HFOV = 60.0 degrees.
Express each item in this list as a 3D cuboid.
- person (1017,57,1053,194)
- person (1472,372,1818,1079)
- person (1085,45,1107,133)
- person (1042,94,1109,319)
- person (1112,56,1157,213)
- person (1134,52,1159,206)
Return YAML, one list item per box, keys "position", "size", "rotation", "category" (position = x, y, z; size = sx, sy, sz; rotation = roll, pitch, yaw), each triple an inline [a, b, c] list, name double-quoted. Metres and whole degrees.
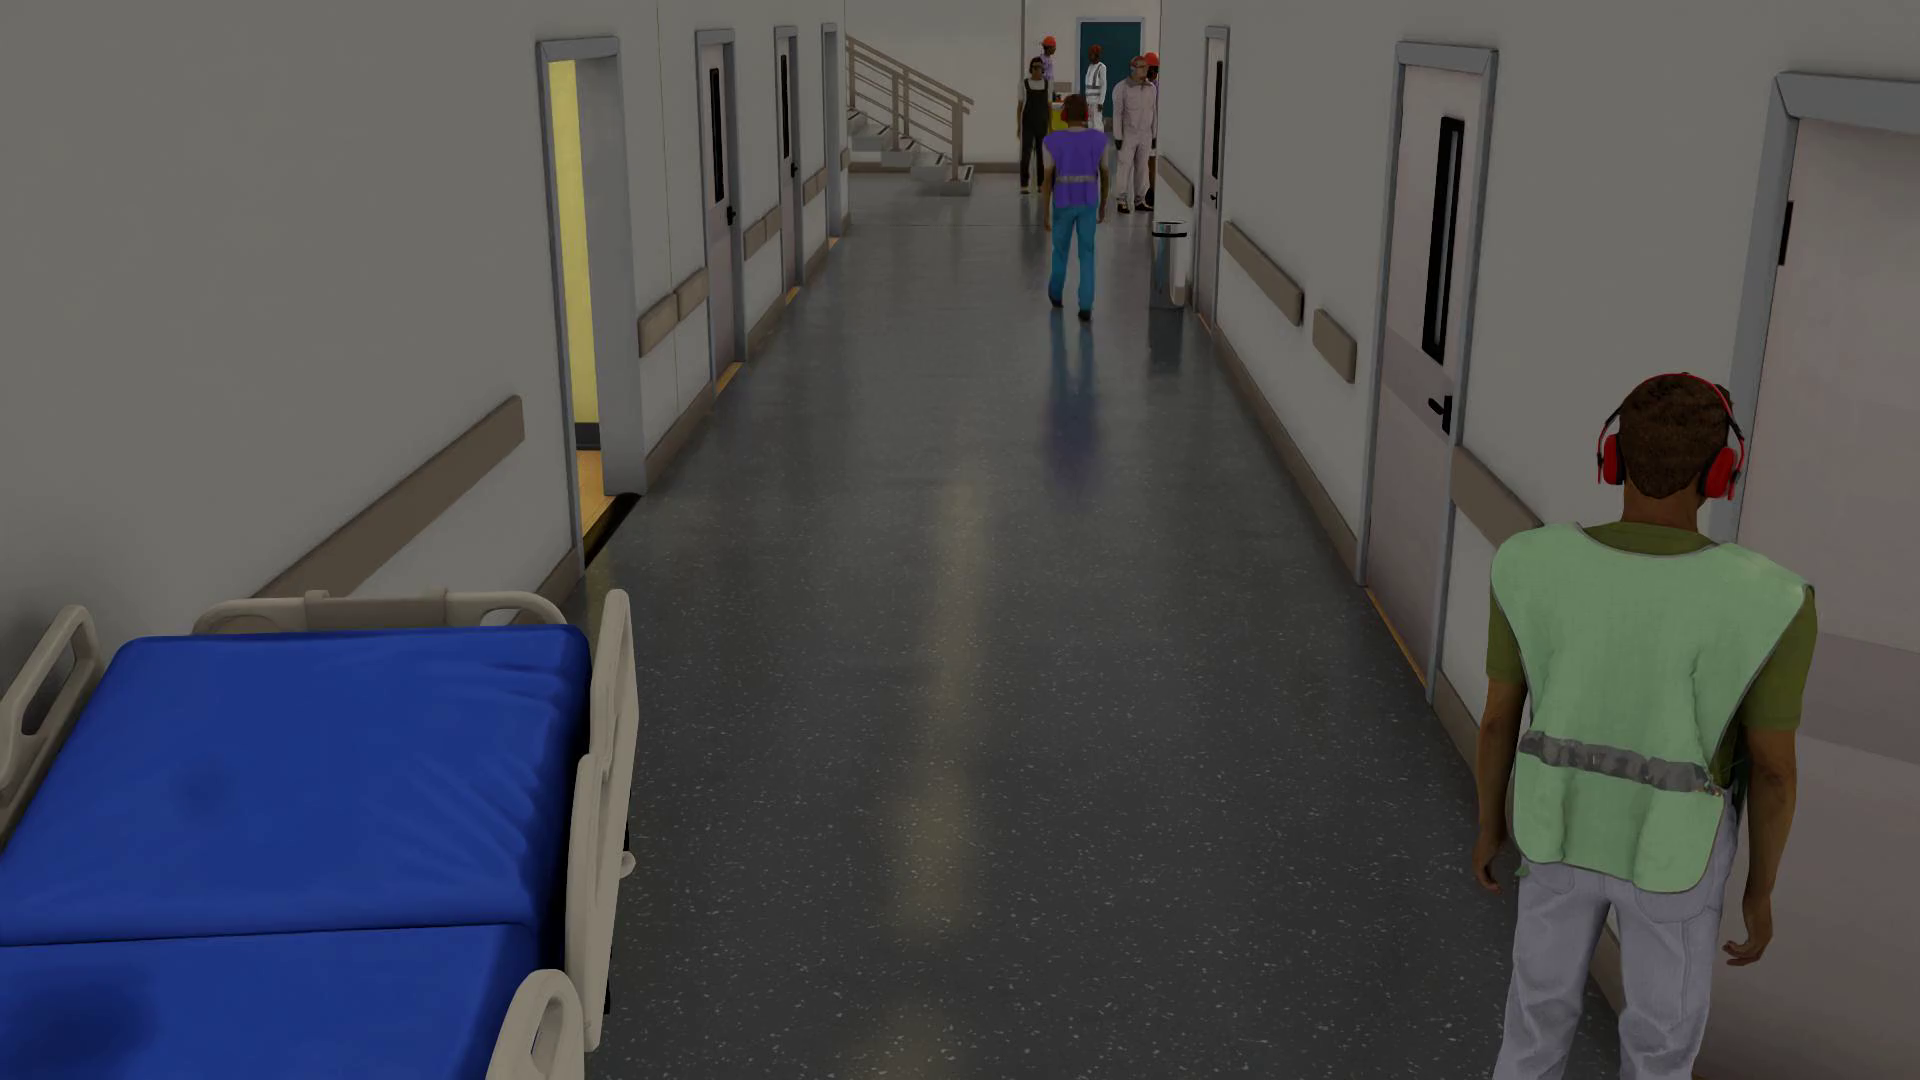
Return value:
- position: [1.043, -5.725, 23.019]
  size: [0.546, 1.844, 0.335]
  rotation: [-3, 18, -10]
  category: "person"
- position: [1.238, 0.600, 3.138]
  size: [0.563, 1.839, 0.389]
  rotation: [11, 21, 32]
  category: "person"
- position: [2.337, -7.629, 28.926]
  size: [0.347, 1.882, 0.584]
  rotation: [-7, 19, -21]
  category: "person"
- position: [0.945, -2.763, 13.780]
  size: [0.576, 1.795, 0.979]
  rotation: [-1, 18, -5]
  category: "person"
- position: [2.214, -5.082, 20.876]
  size: [0.641, 1.913, 0.407]
  rotation: [-10, 20, -28]
  category: "person"
- position: [2.458, -5.301, 21.519]
  size: [0.360, 1.939, 0.543]
  rotation: [0, 18, 0]
  category: "person"
